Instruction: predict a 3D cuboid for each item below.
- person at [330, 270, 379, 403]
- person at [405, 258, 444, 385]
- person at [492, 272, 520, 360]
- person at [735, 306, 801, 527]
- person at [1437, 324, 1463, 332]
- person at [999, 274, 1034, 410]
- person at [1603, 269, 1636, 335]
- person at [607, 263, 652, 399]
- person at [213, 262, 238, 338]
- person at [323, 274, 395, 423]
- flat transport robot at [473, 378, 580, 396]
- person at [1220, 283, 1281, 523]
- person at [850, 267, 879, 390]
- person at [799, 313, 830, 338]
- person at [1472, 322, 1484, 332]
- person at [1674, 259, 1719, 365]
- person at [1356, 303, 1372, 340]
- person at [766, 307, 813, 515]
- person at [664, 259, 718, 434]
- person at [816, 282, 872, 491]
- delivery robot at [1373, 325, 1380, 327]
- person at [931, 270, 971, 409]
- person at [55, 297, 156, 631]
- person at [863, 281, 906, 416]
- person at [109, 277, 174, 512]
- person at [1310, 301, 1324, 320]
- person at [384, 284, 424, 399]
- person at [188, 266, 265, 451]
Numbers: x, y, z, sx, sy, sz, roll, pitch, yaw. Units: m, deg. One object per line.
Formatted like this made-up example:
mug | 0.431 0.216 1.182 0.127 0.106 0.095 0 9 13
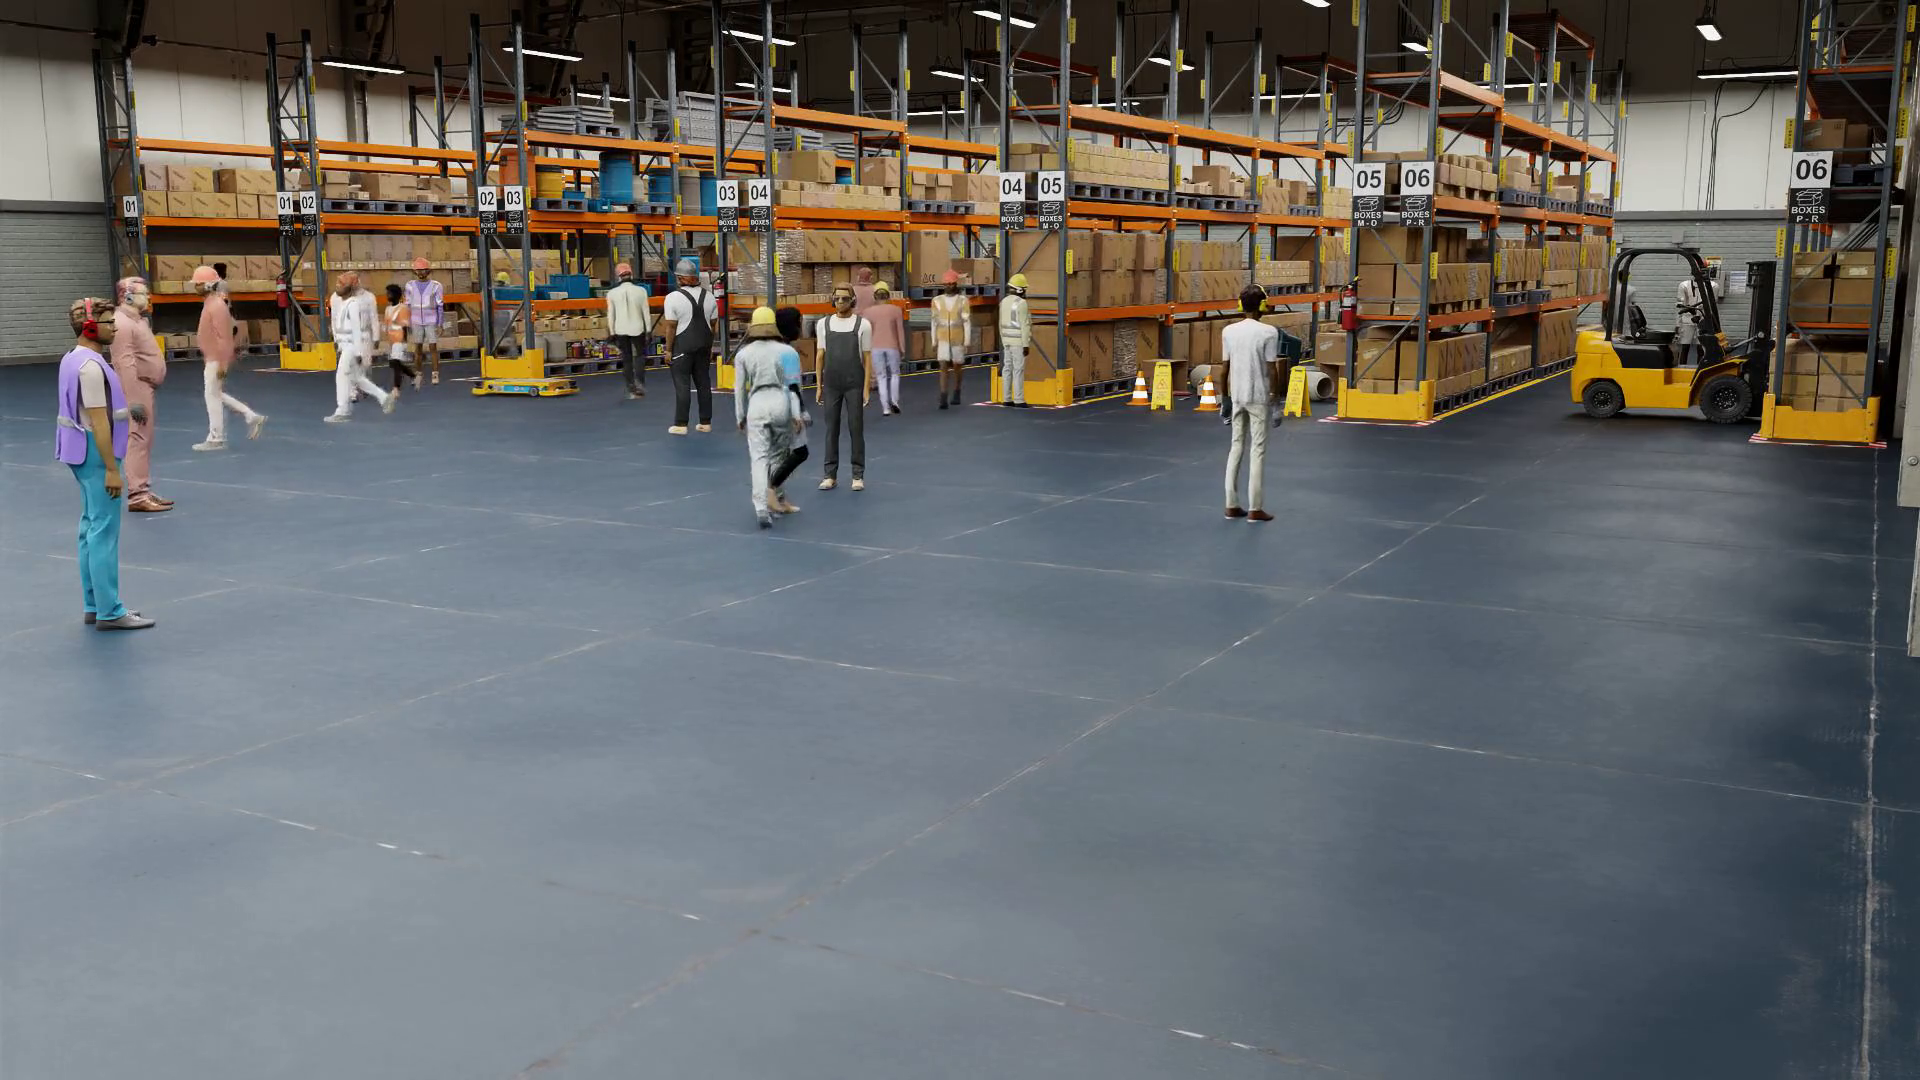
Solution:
person | -8.669 -2.929 23.860 0.650 1.884 0.787 -3 10 -18
person | -8.617 -3.507 26.763 0.605 2.045 0.378 -1 10 -5
person | -8.401 -4.032 30.603 0.607 1.788 0.915 4 10 21
person | -1.490 -0.966 12.924 0.503 1.695 0.868 -1 10 -8
person | 11.272 -5.349 38.076 0.581 1.856 1.034 -8 13 -40
person | 0.767 -2.685 22.569 0.404 1.833 0.592 -6 11 -31
person | 12.151 -4.067 30.619 0.576 1.841 0.759 3 10 19
person | -4.806 -3.040 24.238 0.644 1.970 0.449 0 10 0
person | -14.570 -4.500 32.839 0.629 1.948 0.455 8 12 39
person | -7.591 -2.409 20.897 0.828 1.857 0.579 -5 11 -25
flat transport robot | -6.474 -2.291 24.829 1.431 0.197 0.652 3 10 17
person | 2.280 -1.065 13.024 0.525 1.858 0.344 9 13 42
person | -1.451 -3.265 25.752 0.651 1.904 0.403 1 10 3
person | -2.595 -3.920 29.534 0.625 1.931 0.374 0 10 -2
person | 10.267 -4.394 32.346 0.647 1.913 0.409 3 10 17
person | 11.707 -3.456 26.466 0.615 2.043 0.373 4 11 24
person | 6.771 -3.672 28.194 0.567 1.880 0.877 -3 10 -19
person | -1.403 -1.003 13.179 0.386 1.682 0.543 -4 10 -21
person | -3.205 -2.265 19.501 0.683 2.000 0.537 -9 13 -42
person | -1.032 -1.354 14.739 0.507 1.847 0.345 1 10 7
delivery robot | 9.416 -4.650 37.532 0.707 0.478 0.477 1 10 5
person | -0.121 -2.761 22.878 0.557 1.887 1.062 1 10 6
person | -4.799 -0.417 9.247 0.389 1.847 0.563 -7 12 -37
person | -0.978 -2.481 21.608 0.545 1.738 0.425 0 10 1
person | -6.676 -1.180 13.578 0.398 1.904 0.688 -3 10 -17
person | 8.690 -5.537 39.964 0.707 1.594 0.492 1 10 6
person | -8.171 -2.908 24.314 0.541 1.677 0.634 9 13 43
person | -7.924 -1.951 17.871 0.675 1.978 0.622 -6 11 -30
